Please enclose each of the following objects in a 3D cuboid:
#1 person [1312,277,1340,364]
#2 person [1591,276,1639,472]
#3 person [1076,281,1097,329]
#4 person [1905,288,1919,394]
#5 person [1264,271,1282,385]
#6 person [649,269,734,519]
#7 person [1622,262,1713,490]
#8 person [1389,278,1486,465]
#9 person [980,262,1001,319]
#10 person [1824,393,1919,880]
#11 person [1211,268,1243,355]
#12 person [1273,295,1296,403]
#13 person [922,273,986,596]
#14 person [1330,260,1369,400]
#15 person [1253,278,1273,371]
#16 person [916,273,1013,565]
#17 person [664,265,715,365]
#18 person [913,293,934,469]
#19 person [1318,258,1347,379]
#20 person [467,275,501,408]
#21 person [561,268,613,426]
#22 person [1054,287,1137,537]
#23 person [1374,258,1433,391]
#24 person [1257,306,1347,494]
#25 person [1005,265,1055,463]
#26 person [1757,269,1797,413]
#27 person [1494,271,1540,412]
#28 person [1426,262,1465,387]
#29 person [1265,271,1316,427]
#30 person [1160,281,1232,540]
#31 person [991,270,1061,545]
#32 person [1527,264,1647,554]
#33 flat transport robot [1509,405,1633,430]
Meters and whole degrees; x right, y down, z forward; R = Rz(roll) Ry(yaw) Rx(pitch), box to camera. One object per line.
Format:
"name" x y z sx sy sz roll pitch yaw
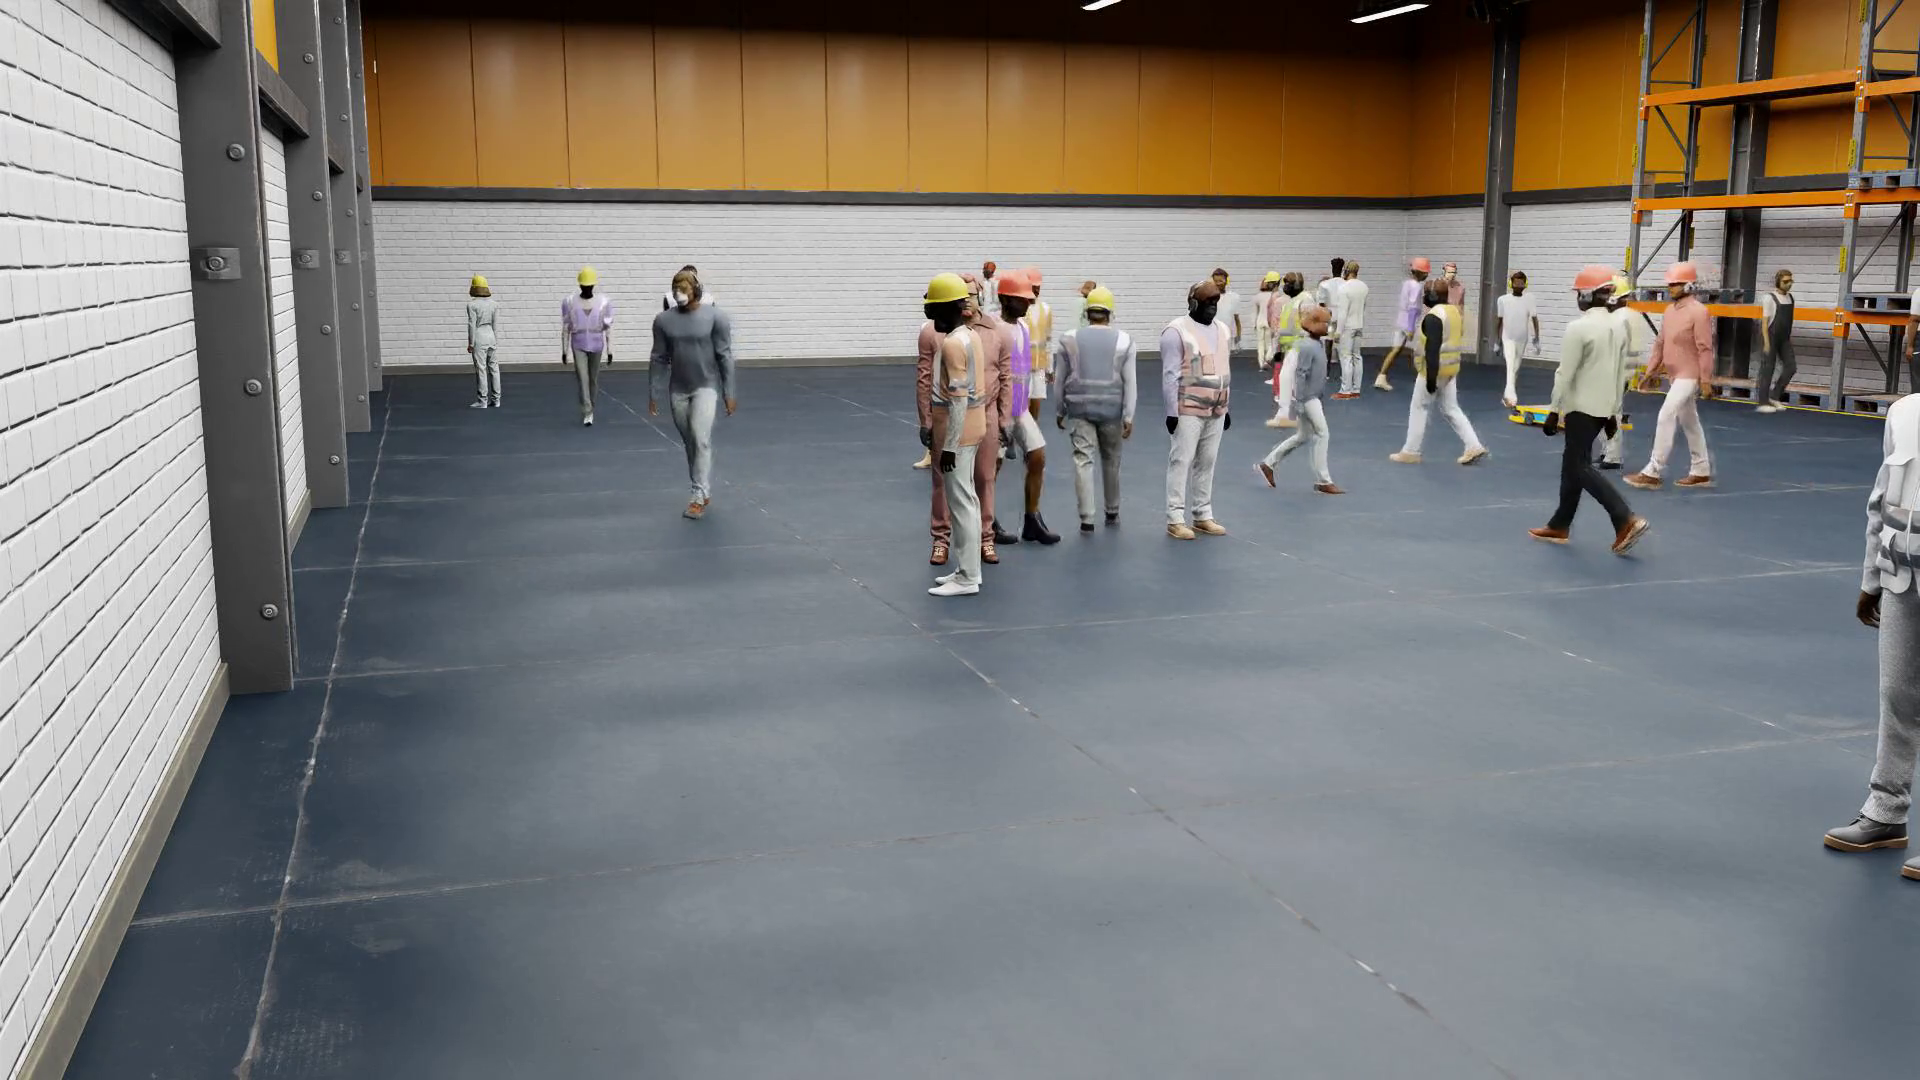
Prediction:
"person" 6.661 -3.988 30.331 0.532 1.595 0.840 8 12 38
"person" 6.038 -1.536 15.505 0.498 1.818 0.619 7 12 36
"person" 1.999 -3.405 26.988 0.769 1.602 0.502 6 11 31
"person" 11.244 -2.283 19.200 0.684 2.000 0.535 0 10 0
"person" 4.885 -3.297 25.901 0.359 1.757 0.521 2 10 10
"person" -2.113 -1.118 12.842 0.657 1.902 0.868 3 10 16
"person" 6.145 -1.405 14.353 0.967 1.953 0.605 0 10 1
"person" 4.667 -1.616 16.054 0.880 1.808 0.657 8 13 38
"person" 0.517 -3.883 28.920 0.355 1.883 0.575 4 11 22
"person" 3.205 0.169 5.461 0.354 1.884 0.576 -4 10 -20
"person" 3.382 -2.576 21.460 0.529 1.849 0.397 0 10 2
"person" 4.516 -2.751 22.705 0.523 1.769 0.320 -4 10 -20
"person" -0.042 -0.623 9.928 0.384 1.922 0.594 1 10 8
"person" 5.409 -2.907 23.108 0.637 1.938 0.357 -9 13 -43
"person" 5.307 -3.725 28.742 0.526 1.617 0.351 5 11 29
"person" 0.037 -0.785 10.920 0.641 1.908 0.407 -1 10 -6
"person" -3.067 -2.201 19.147 0.610 1.880 0.921 -4 11 -22
"person" -0.213 -1.481 15.555 0.321 1.696 0.530 -8 13 -39
"person" 6.077 -3.575 26.893 0.607 1.966 0.367 0 10 1
"person" -6.318 -2.616 21.989 0.294 1.744 0.487 6 11 31
"person" -4.454 -2.308 19.885 0.595 1.870 1.028 -3 10 -19
"person" 0.993 -0.954 12.226 0.598 1.787 0.914 1 10 4
"person" 6.581 -3.152 24.455 1.028 1.977 0.652 -1 10 -4
"person" 2.942 -1.204 14.242 0.768 1.602 0.503 4 11 24
"person" 0.662 -1.682 16.076 0.543 1.923 0.444 -6 12 -32
"person" 10.432 -2.524 21.207 0.537 1.825 0.482 -4 10 -21
"person" 7.271 -2.603 21.741 0.538 1.816 0.995 1 10 7
"person" 7.389 -3.264 25.281 0.640 1.904 0.409 -2 10 -13
"person" 3.810 -2.214 19.435 0.752 1.817 0.663 -1 10 -8
"person" 1.720 -0.929 11.943 0.634 1.839 0.429 -7 12 -37
"person" 0.412 -0.894 11.517 0.724 1.910 0.561 8 13 39
"person" 4.350 -0.898 11.394 0.608 1.970 0.899 -8 13 -40
"flat transport robot" 7.108 -1.433 19.398 0.652 0.197 1.431 -3 10 -16
